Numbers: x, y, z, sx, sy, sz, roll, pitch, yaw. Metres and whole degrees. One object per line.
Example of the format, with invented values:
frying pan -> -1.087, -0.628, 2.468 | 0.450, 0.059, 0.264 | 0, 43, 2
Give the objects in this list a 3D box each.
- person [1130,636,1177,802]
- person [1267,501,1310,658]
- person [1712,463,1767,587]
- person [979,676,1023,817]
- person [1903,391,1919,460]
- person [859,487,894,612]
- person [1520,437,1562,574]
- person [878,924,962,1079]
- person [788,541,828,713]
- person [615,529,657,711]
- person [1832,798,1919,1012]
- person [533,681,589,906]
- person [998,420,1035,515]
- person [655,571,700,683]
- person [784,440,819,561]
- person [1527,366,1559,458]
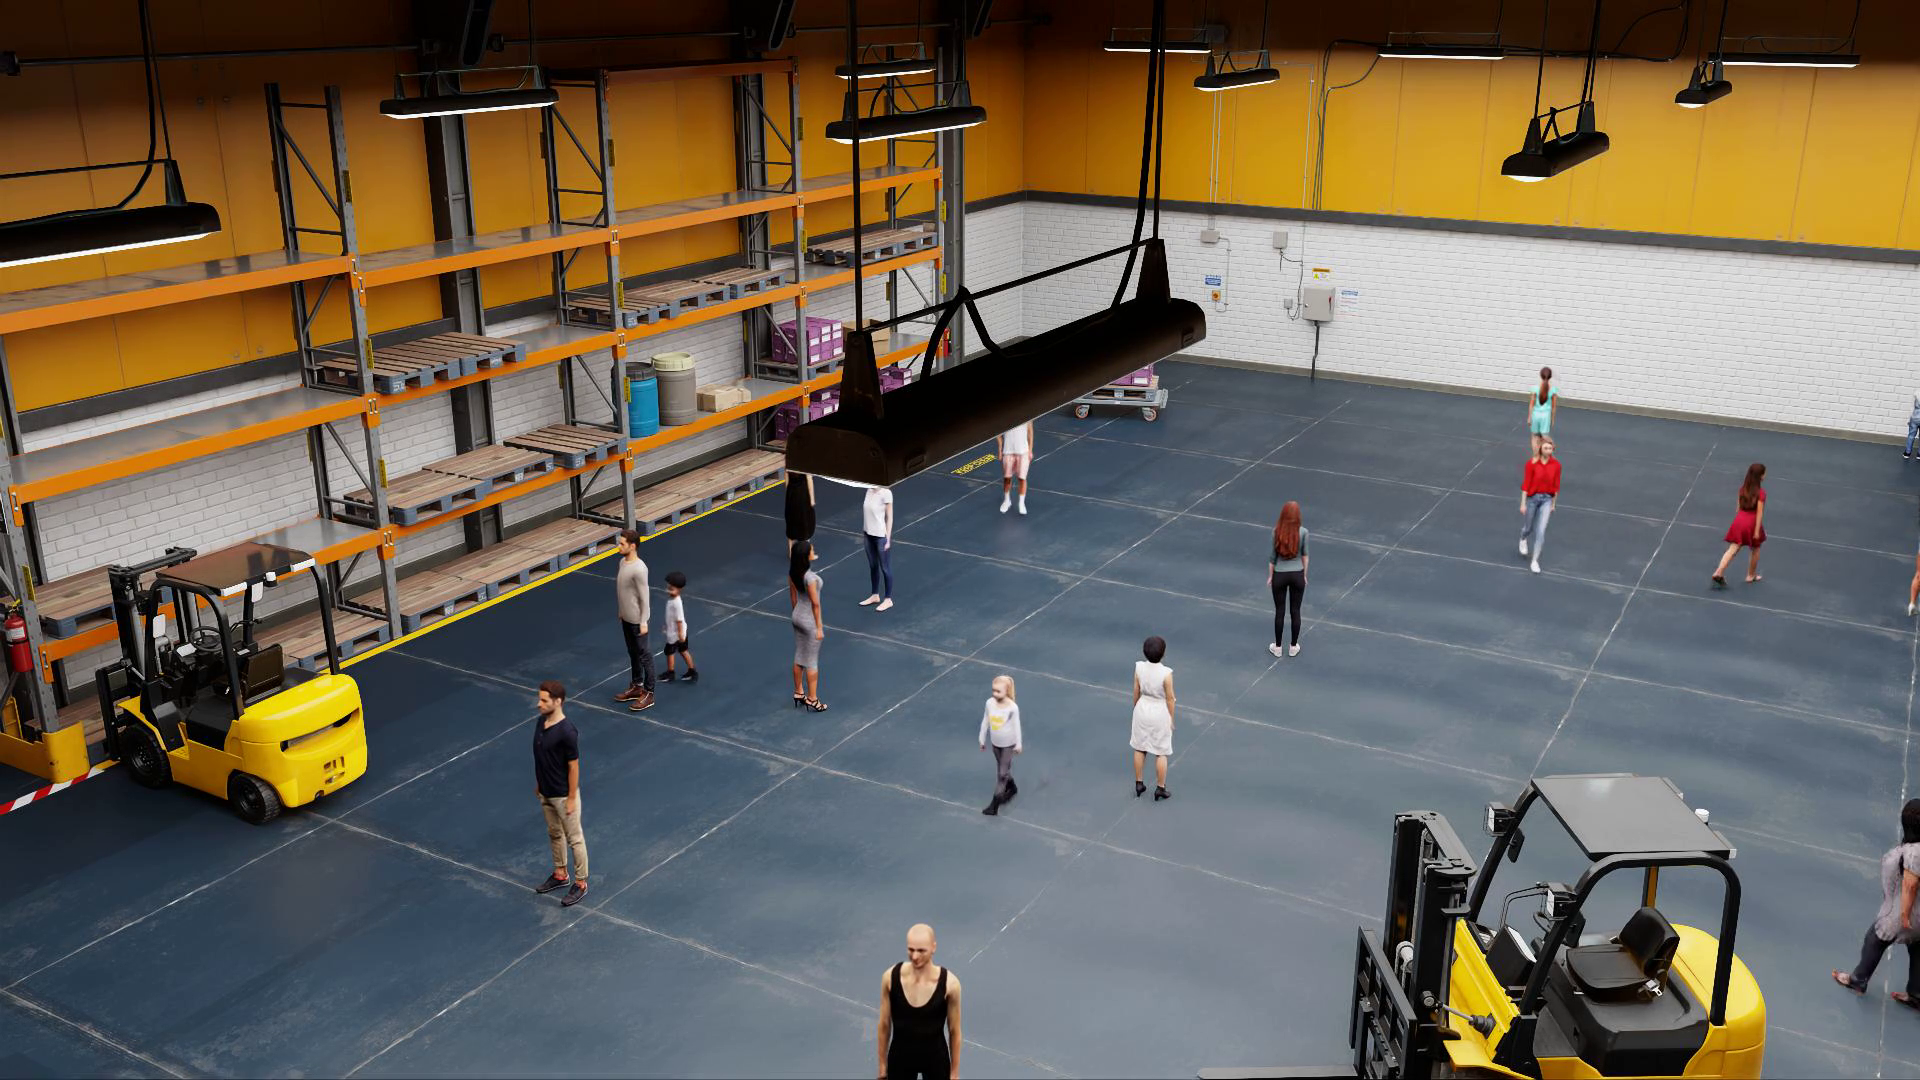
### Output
person -> 1.725, 1.579, 14.834 | 0.549, 1.554, 0.508 | 11, 21, 29
person -> 3.546, 0.421, 17.981 | 0.658, 1.742, 0.666 | 2, 19, 6
person -> 9.441, -0.164, 20.053 | 1.086, 1.528, 0.885 | -10, 21, -28
person -> 0.416, 1.777, 14.727 | 0.552, 1.248, 0.888 | 13, 22, 33
person -> 14.758, -1.880, 25.566 | 0.495, 1.260, 0.499 | 8, 20, 24
person -> -0.945, -0.046, 19.372 | 0.609, 1.739, 0.619 | -17, 25, -41
person -> 7.199, -0.474, 20.730 | 0.876, 1.682, 1.101 | 2, 19, 6
person -> -0.236, 3.096, 9.920 | 0.710, 1.815, 0.650 | 3, 19, 8
person -> -1.541, 0.855, 16.629 | 0.634, 1.781, 0.652 | -14, 23, -36
person -> -3.263, 0.779, 16.719 | 0.697, 1.867, 0.734 | -15, 24, -37
person -> 6.789, 2.609, 11.734 | 0.907, 1.581, 0.908 | -10, 21, -28
person -> -3.176, 1.974, 13.184 | 0.664, 1.859, 0.574 | 15, 24, 37
person -> 0.781, -1.259, 22.888 | 0.748, 1.793, 0.758 | 2, 19, 5
person -> -2.903, 0.917, 17.298 | 0.734, 1.238, 0.715 | 0, 19, 0
person -> -2.047, -0.531, 20.990 | 0.574, 1.624, 0.566 | 12, 22, 32
person -> 8.728, -1.827, 24.958 | 0.694, 1.548, 0.867 | 4, 19, 11
